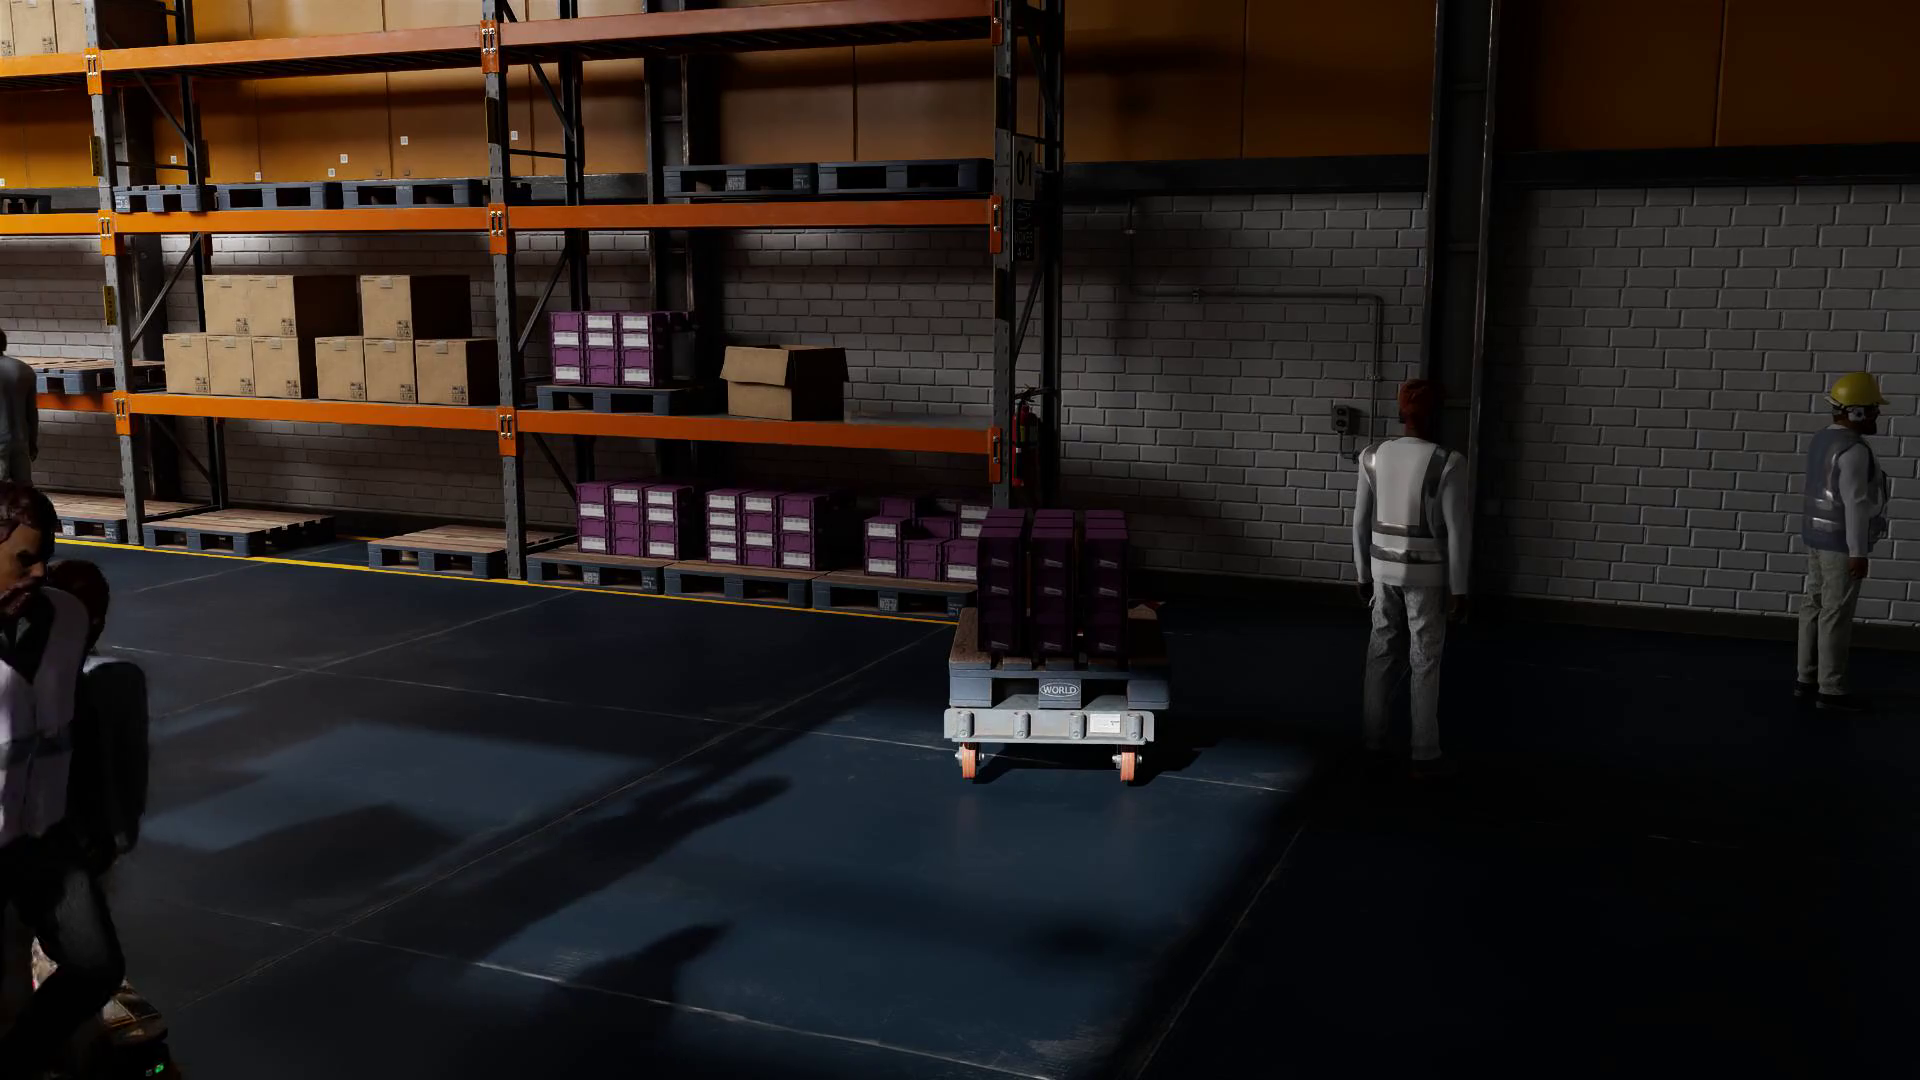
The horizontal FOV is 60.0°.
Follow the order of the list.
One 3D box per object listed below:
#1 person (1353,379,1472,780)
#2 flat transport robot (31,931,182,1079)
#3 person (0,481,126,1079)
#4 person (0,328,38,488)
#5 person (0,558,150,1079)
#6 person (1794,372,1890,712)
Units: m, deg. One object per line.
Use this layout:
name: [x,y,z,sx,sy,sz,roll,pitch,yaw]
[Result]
person: [2.130,0.181,7.855,0.337,1.882,0.585,-9,13,-44]
flat transport robot: [-2.977,1.449,5.084,0.652,0.197,1.431,-9,13,-43]
person: [-2.426,0.787,4.220,0.460,1.884,0.722,3,10,17]
person: [-7.706,-0.770,13.391,0.353,1.937,0.635,4,10,21]
person: [-2.563,0.851,4.698,0.534,1.599,0.334,-6,11,-31]
person: [4.811,0.005,9.062,0.403,1.835,0.586,1,10,6]
